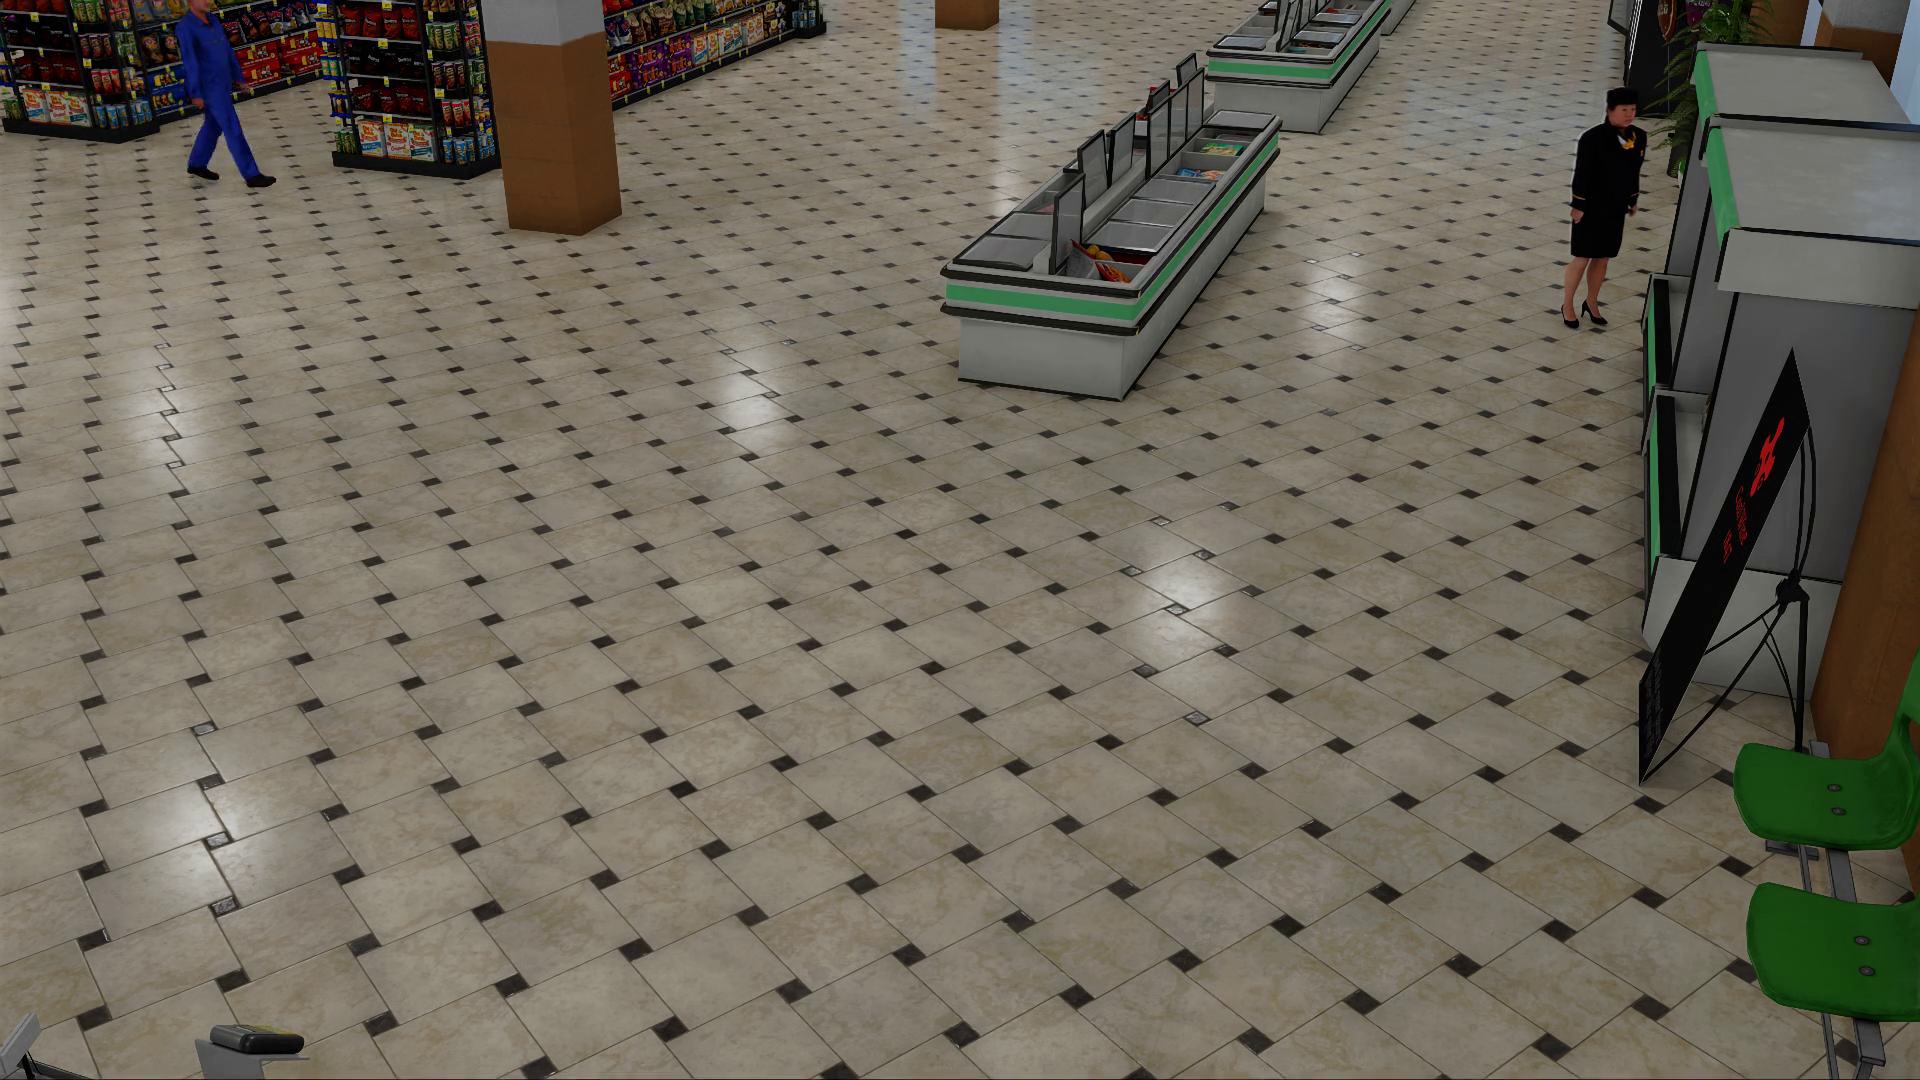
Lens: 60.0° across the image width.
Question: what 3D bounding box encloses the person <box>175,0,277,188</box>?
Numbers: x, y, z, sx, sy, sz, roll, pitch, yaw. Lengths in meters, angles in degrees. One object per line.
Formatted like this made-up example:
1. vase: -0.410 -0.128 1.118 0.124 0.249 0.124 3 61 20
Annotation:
1. person: -6.783 -4.061 14.936 0.983 1.789 1.182 3 27 6

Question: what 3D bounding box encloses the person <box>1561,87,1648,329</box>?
1. person: 4.494 -2.317 11.628 0.809 1.671 0.841 -8 28 -15
